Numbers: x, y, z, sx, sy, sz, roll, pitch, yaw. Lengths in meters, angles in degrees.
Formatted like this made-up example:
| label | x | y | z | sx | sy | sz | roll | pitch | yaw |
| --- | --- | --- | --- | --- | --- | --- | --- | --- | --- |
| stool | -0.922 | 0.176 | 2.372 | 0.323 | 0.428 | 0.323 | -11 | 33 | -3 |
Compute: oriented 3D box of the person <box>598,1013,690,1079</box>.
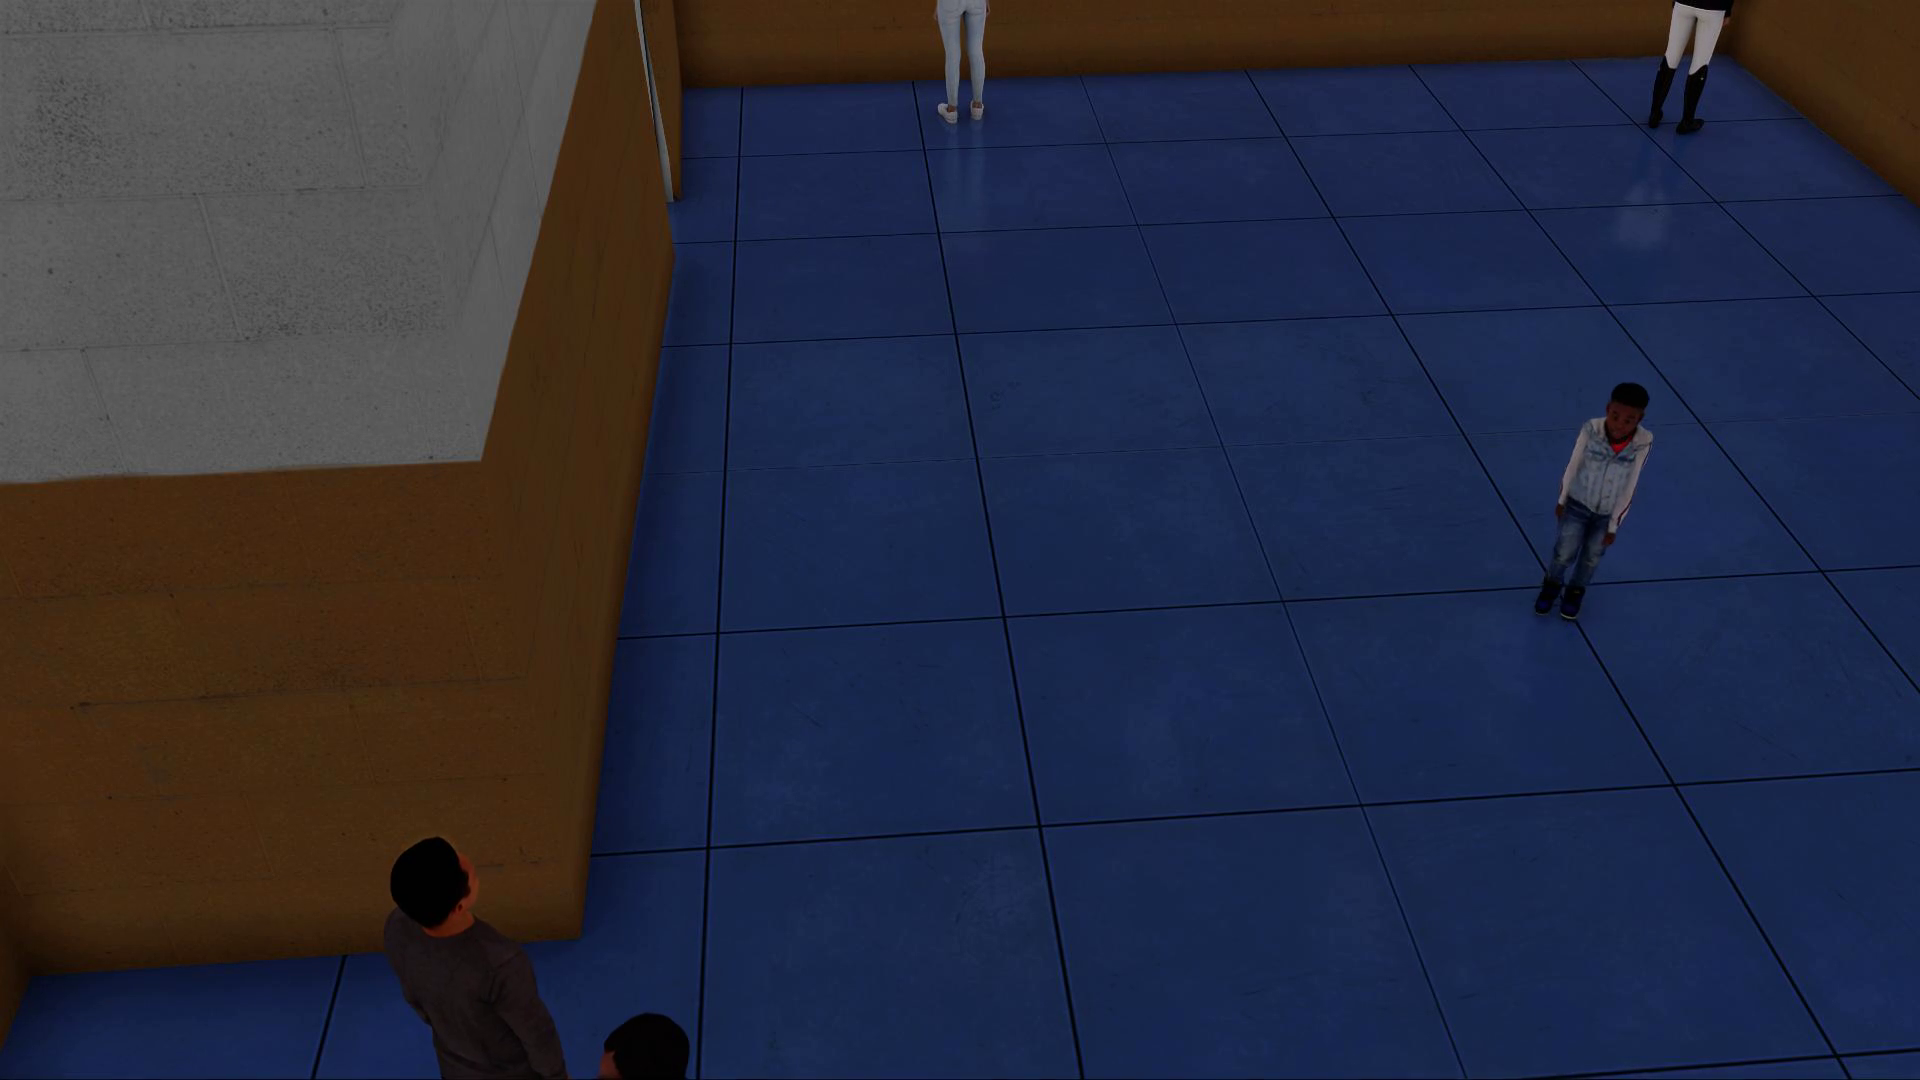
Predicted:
| label | x | y | z | sx | sy | sz | roll | pitch | yaw |
| --- | --- | --- | --- | --- | --- | --- | --- | --- | --- |
| person | -0.770 | 1.836 | 4.380 | 0.664 | 1.741 | 0.711 | 30 | 46 | 34 |

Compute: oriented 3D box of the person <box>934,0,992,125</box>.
| label | x | y | z | sx | sy | sz | roll | pitch | yaw |
| --- | --- | --- | --- | --- | --- | --- | --- | --- | --- |
| person | 0.019 | -3.879 | 11.986 | 0.546 | 1.751 | 0.671 | -9 | 38 | -11 |

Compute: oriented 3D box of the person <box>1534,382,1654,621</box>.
| label | x | y | z | sx | sy | sz | roll | pitch | yaw |
| --- | --- | --- | --- | --- | --- | --- | --- | --- | --- |
| person | 2.896 | -0.207 | 7.510 | 0.562 | 1.251 | 0.630 | 16 | 40 | 20 |

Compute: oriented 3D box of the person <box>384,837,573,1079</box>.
| label | x | y | z | sx | sy | sz | roll | pitch | yaw |
| --- | --- | --- | --- | --- | --- | --- | --- | --- | --- |
| person | -1.361 | 1.505 | 4.800 | 0.656 | 1.767 | 0.779 | -12 | 38 | -15 |

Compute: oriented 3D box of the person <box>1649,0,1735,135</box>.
| label | x | y | z | sx | sy | sz | roll | pitch | yaw |
| --- | --- | --- | --- | --- | --- | --- | --- | --- | --- |
| person | 5.267 | -3.769 | 11.844 | 0.664 | 1.729 | 0.724 | 27 | 44 | 31 |
